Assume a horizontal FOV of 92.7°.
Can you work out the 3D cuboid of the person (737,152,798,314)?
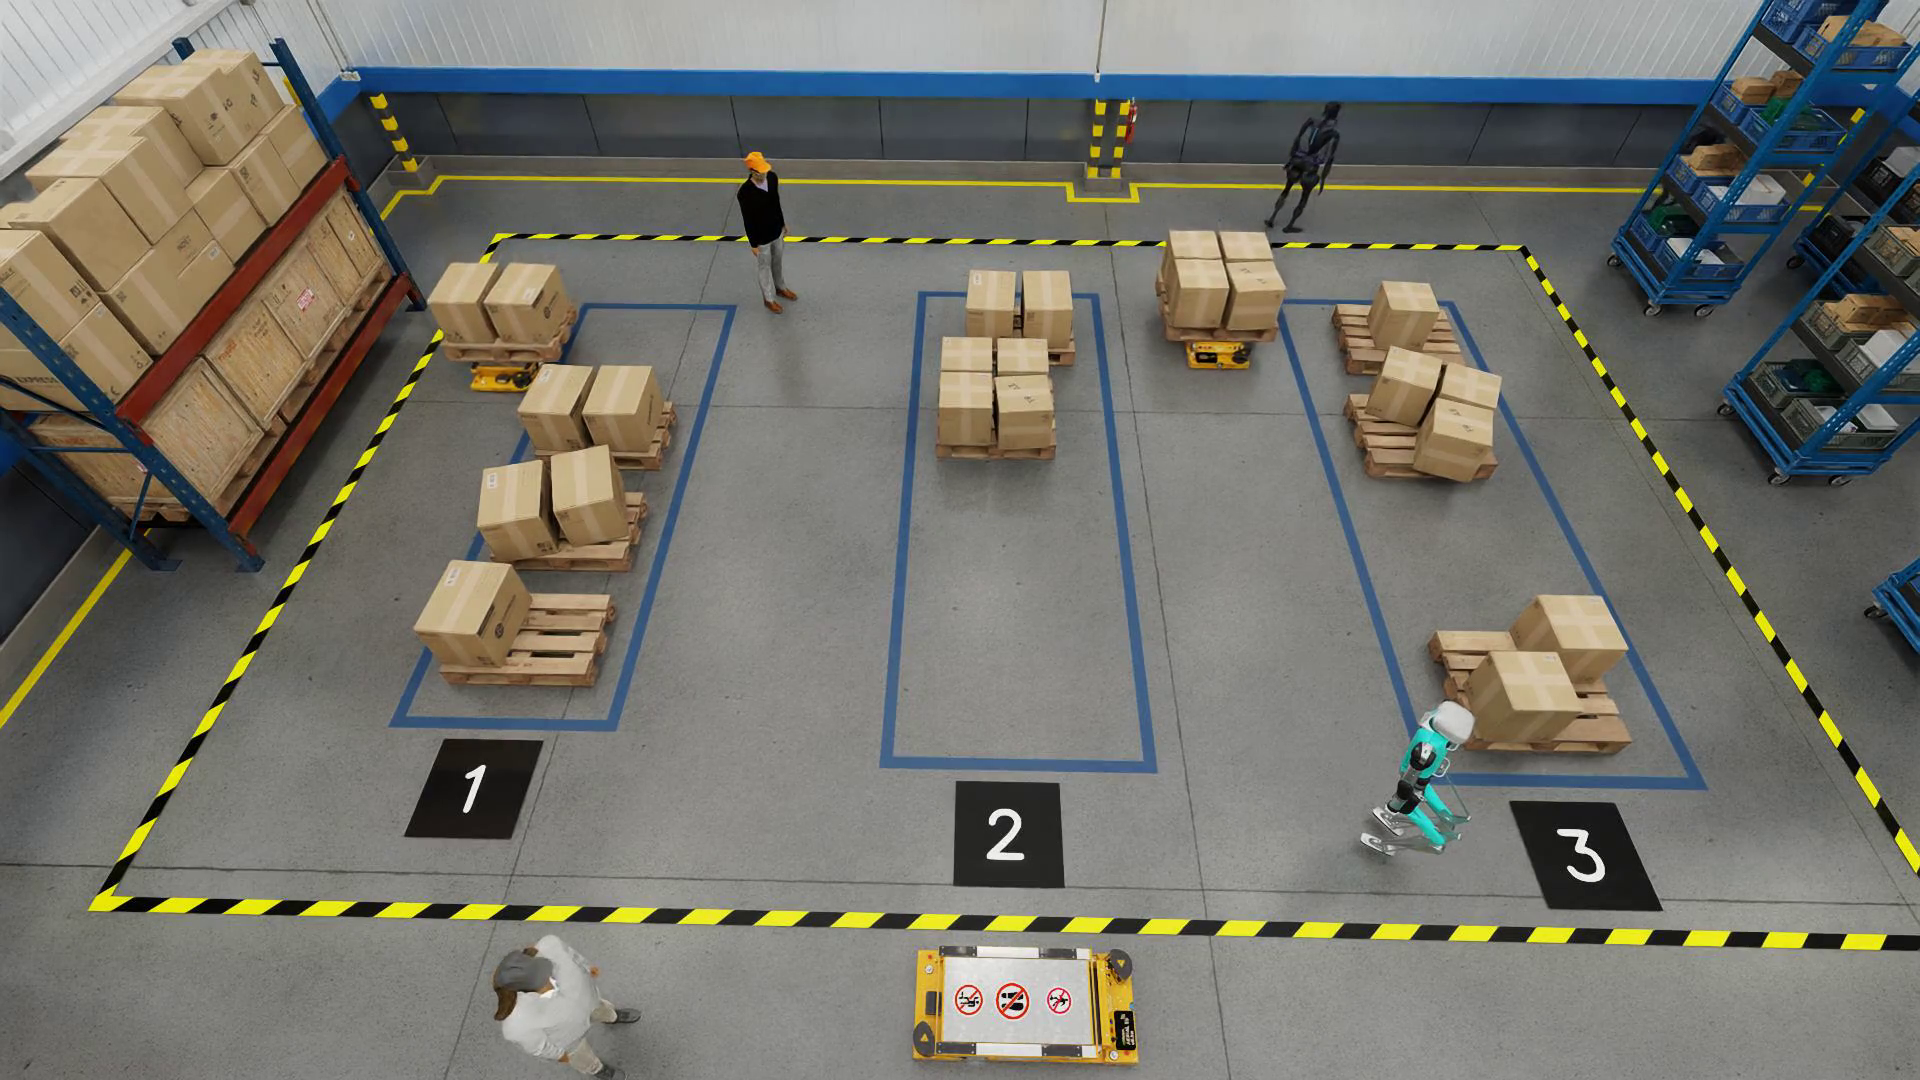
[{"bbox_3d":[-2.143,-3.435,10.244,0.377,1.883,0.590,25,55,19],"label":"person"}]

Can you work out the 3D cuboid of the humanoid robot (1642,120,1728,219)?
[{"bbox_3d":[9.089,-4.685,11.401,0.611,1.630,0.445,-10,52,-8],"label":"humanoid robot"}]

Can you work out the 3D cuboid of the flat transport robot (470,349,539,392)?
[{"bbox_3d":[-4.932,-2.208,10.268,0.652,0.197,1.431,1,51,1],"label":"flat transport robot"}]

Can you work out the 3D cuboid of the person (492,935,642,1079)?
[{"bbox_3d":[-2.284,2.720,5.300,0.399,1.768,0.560,4,51,3],"label":"person"}]

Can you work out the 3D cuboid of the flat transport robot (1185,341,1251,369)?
[{"bbox_3d":[2.878,-2.499,10.505,0.652,0.197,1.431,1,51,1],"label":"flat transport robot"}]

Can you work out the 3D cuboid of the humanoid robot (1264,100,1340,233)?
[{"bbox_3d":[4.232,-4.569,11.302,0.471,1.638,0.601,-35,59,-25],"label":"humanoid robot"}]

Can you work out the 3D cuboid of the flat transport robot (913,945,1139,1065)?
[{"bbox_3d":[0.422,3.041,6.007,1.431,0.231,0.659,1,51,1],"label":"flat transport robot"}]

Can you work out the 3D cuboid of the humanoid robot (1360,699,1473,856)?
[{"bbox_3d":[3.166,1.696,6.066,0.735,1.681,0.533,34,58,25],"label":"humanoid robot"}]
